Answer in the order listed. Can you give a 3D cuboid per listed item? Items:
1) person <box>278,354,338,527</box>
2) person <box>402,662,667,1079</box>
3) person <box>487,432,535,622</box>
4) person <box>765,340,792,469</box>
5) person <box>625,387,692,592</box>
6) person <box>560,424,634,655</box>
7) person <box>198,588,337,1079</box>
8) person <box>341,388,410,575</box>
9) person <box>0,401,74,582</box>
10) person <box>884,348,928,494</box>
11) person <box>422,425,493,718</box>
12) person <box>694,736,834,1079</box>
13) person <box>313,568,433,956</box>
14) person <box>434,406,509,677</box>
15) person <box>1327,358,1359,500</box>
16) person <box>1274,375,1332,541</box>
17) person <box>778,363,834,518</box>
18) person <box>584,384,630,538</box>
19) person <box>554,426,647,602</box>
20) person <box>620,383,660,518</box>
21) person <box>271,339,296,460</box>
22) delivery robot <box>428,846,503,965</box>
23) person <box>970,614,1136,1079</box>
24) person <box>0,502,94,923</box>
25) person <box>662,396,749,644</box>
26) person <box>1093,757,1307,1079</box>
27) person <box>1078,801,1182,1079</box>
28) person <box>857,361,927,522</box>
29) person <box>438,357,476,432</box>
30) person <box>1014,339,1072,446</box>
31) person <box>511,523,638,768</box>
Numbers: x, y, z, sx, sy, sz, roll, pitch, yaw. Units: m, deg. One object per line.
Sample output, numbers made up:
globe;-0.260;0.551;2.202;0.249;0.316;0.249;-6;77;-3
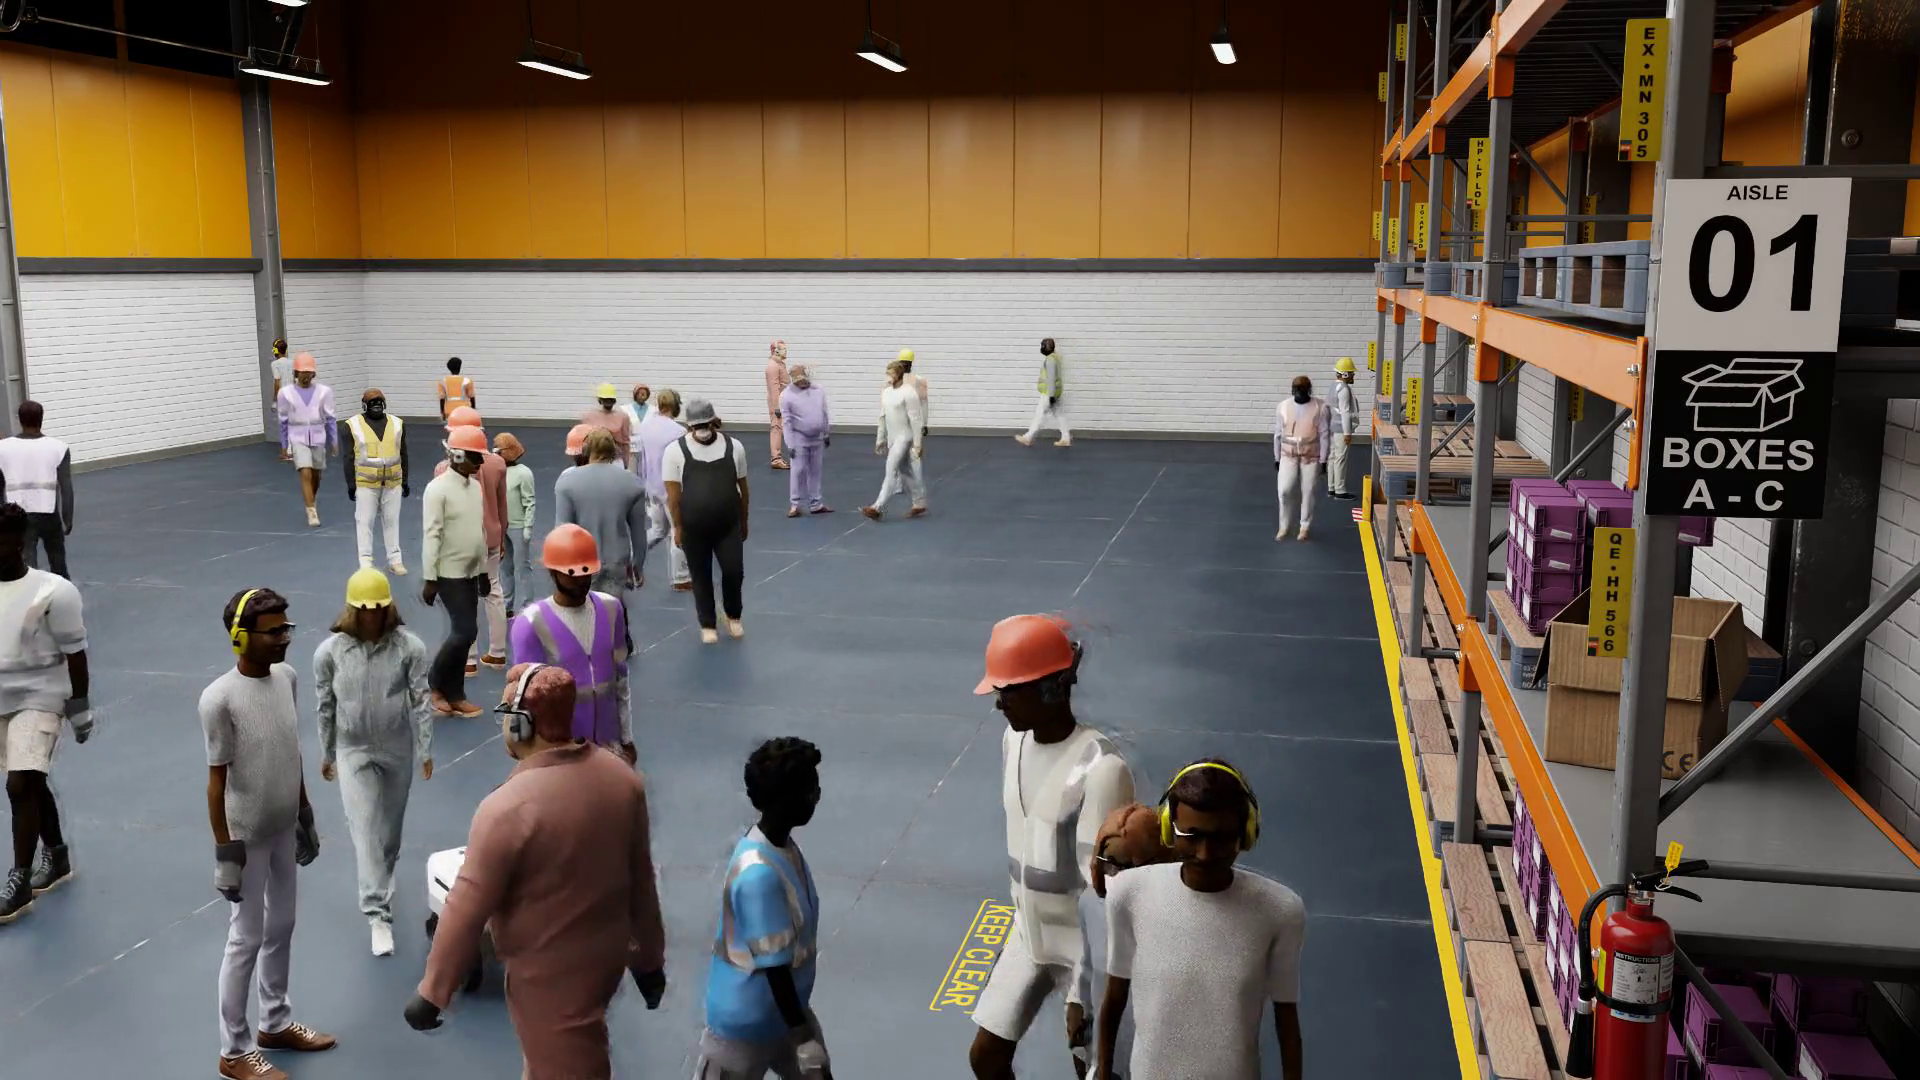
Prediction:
person;-7.662;-1.195;19.547;0.619;2.010;0.969;-5;11;-28
person;-1.272;1.292;5.000;1.005;1.854;0.655;4;10;21
person;-3.787;-0.094;14.002;0.497;1.633;0.279;5;11;30
person;-2.679;-2.011;24.722;0.411;1.913;0.643;-1;9;-3
person;-2.757;-0.436;15.225;0.637;1.919;0.760;9;13;44
person;-2.720;0.064;12.353;0.553;1.876;1.033;3;10;16
person;-2.594;1.093;6.172;0.332;1.863;0.511;2;10;13
person;-5.643;-0.551;16.135;0.625;1.844;0.429;-7;12;-37
person;-7.890;-0.241;14.194;0.616;1.870;0.986;-5;10;-25
person;-0.714;-1.567;21.998;0.594;1.924;0.381;0;9;0
person;-3.321;0.218;11.101;0.440;1.965;0.632;2;10;12
person;-0.512;1.399;4.939;0.906;1.638;0.544;1;10;9
person;-2.680;0.937;7.621;0.487;1.693;0.934;-4;10;-25
person;-3.606;0.010;12.287;0.375;1.997;0.612;7;12;36
person;4.940;-1.432;21.461;0.403;1.834;0.588;-1;9;-4
person;3.716;-0.879;18.158;0.645;1.820;0.628;4;10;21
person;-1.792;-1.201;20.005;0.782;1.866;0.398;-8;12;-40
person;-3.928;-0.884;18.530;0.528;1.721;0.924;-3;10;-18
person;-2.472;0.180;11.494;0.665;1.915;0.497;-5;11;-27
person;-3.874;-1.099;20.124;0.520;1.610;0.730;-3;10;-15
person;-10.515;-2.181;25.871;0.309;1.868;0.535;3;10;18
delivery robot;-2.041;1.524;7.219;0.477;0.478;0.707;-7;12;-36
person;0.234;1.222;4.957;0.782;1.998;0.641;-6;11;-34
person;-4.482;0.795;7.754;0.613;1.934;0.831;2;10;13
person;-2.000;-0.168;13.228;0.697;2.000;0.541;-3;10;-17
person;0.580;1.436;4.134;0.550;1.853;0.392;1;10;9
person;0.432;1.499;4.457;0.500;1.601;0.691;8;12;40
person;-0.793;-1.162;19.663;1.031;1.884;0.654;-6;11;-33
person;-7.479;-1.889;24.710;0.531;1.670;0.773;0;9;1
person;1.425;-2.450;27.724;0.962;1.788;0.653;2;10;12
person;-1.665;0.872;7.297;0.378;1.930;0.565;9;13;44
